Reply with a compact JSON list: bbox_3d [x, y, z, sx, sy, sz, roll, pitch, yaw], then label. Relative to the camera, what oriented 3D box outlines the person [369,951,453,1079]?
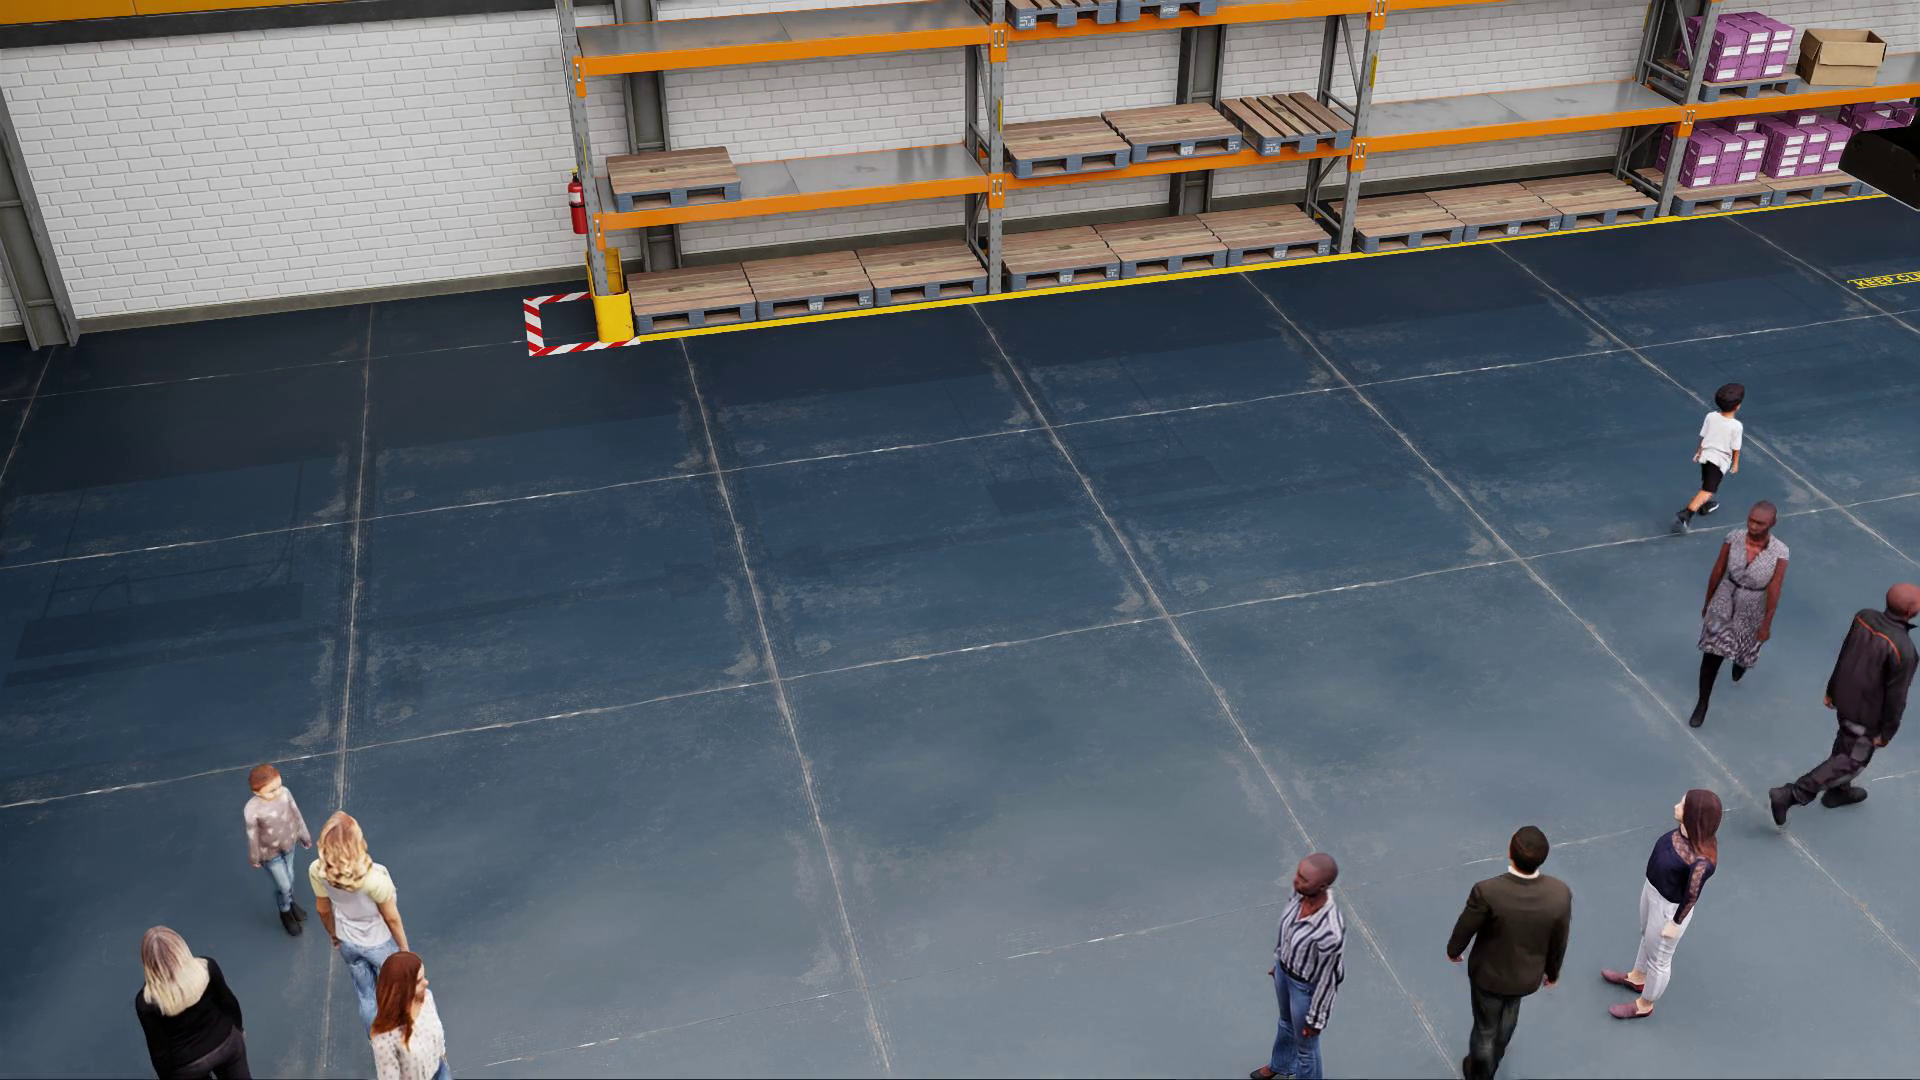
[{"bbox_3d":[-2.683,2.642,8.013,1.055,1.701,0.971,16,37,23],"label":"person"}]

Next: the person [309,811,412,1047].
[{"bbox_3d":[-3.117,2.120,8.780,0.640,1.722,0.763,7,34,10],"label":"person"}]

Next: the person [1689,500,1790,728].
[{"bbox_3d":[5.270,0.472,11.215,0.903,1.771,0.998,24,40,31],"label":"person"}]

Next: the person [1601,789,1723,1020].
[{"bbox_3d":[3.853,1.978,9.096,0.678,1.608,0.677,6,34,9],"label":"person"}]

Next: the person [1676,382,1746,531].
[{"bbox_3d":[6.060,-0.656,13.389,0.897,1.244,0.628,-18,38,-25],"label":"person"}]

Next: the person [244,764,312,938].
[{"bbox_3d":[-4.062,1.770,9.798,0.655,1.179,0.592,22,39,29],"label":"person"}]

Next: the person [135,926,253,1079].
[{"bbox_3d":[-3.720,2.540,8.181,0.758,1.685,0.662,25,41,32],"label":"person"}]

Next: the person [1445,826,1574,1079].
[{"bbox_3d":[2.827,2.239,8.538,0.720,1.792,0.851,1,34,2],"label":"person"}]

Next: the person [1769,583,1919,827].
[{"bbox_3d":[5.519,1.043,10.331,1.112,1.798,0.735,-7,34,-10],"label":"person"}]

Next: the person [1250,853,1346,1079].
[{"bbox_3d":[1.754,2.269,8.490,0.529,1.794,0.625,-9,35,-13],"label":"person"}]
